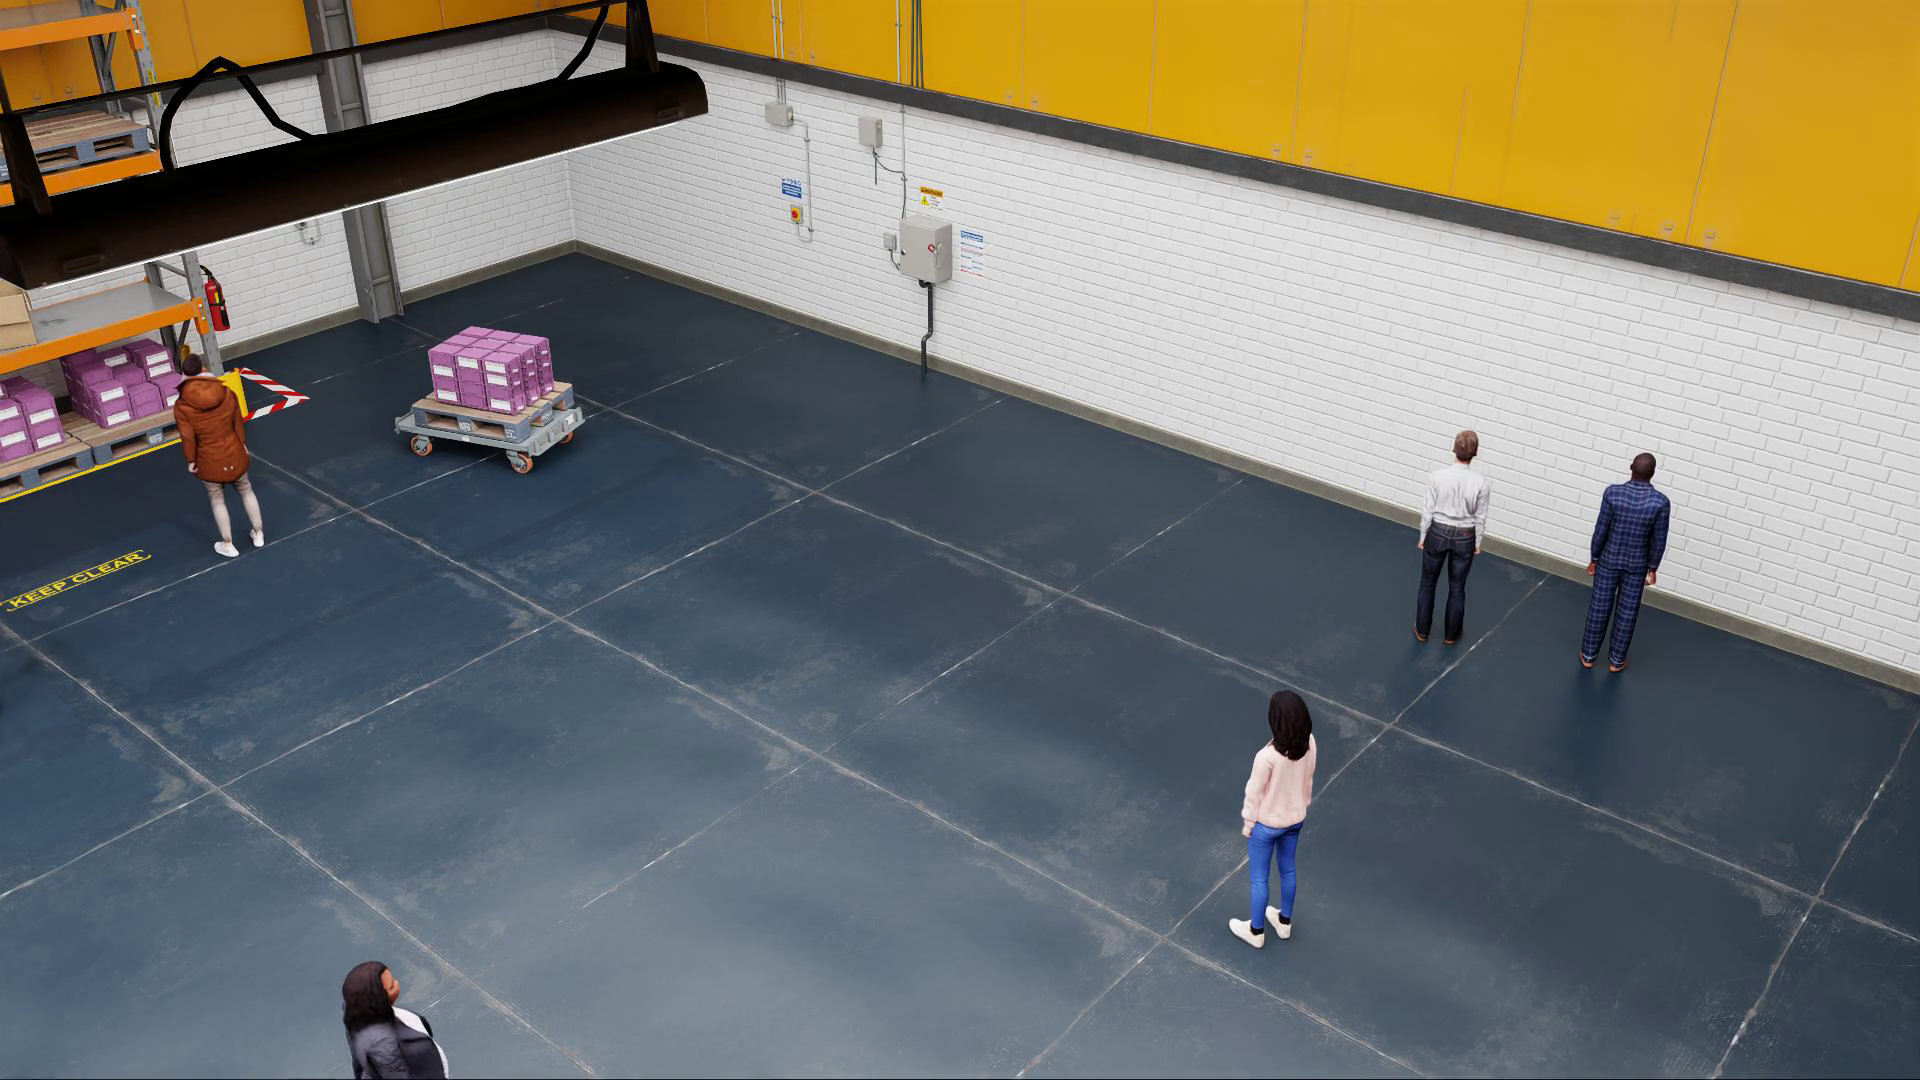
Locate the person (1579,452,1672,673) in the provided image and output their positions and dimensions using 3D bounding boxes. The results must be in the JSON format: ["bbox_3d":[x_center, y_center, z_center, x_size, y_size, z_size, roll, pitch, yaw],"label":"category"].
[{"bbox_3d":[5.049,0.161,12.679,0.742,1.823,0.698,12,31,21],"label":"person"}]

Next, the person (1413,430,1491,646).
[{"bbox_3d":[3.842,-0.024,13.023,0.729,1.820,0.710,8,30,14],"label":"person"}]

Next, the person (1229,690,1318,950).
[{"bbox_3d":[1.905,1.678,9.958,0.619,1.767,0.776,-14,32,-25],"label":"person"}]

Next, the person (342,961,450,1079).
[{"bbox_3d":[-2.837,2.764,8.184,1.145,1.559,0.888,-17,33,-28],"label":"person"}]

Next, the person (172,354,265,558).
[{"bbox_3d":[-6.366,-0.729,14.297,0.661,1.837,0.797,-24,36,-36],"label":"person"}]
